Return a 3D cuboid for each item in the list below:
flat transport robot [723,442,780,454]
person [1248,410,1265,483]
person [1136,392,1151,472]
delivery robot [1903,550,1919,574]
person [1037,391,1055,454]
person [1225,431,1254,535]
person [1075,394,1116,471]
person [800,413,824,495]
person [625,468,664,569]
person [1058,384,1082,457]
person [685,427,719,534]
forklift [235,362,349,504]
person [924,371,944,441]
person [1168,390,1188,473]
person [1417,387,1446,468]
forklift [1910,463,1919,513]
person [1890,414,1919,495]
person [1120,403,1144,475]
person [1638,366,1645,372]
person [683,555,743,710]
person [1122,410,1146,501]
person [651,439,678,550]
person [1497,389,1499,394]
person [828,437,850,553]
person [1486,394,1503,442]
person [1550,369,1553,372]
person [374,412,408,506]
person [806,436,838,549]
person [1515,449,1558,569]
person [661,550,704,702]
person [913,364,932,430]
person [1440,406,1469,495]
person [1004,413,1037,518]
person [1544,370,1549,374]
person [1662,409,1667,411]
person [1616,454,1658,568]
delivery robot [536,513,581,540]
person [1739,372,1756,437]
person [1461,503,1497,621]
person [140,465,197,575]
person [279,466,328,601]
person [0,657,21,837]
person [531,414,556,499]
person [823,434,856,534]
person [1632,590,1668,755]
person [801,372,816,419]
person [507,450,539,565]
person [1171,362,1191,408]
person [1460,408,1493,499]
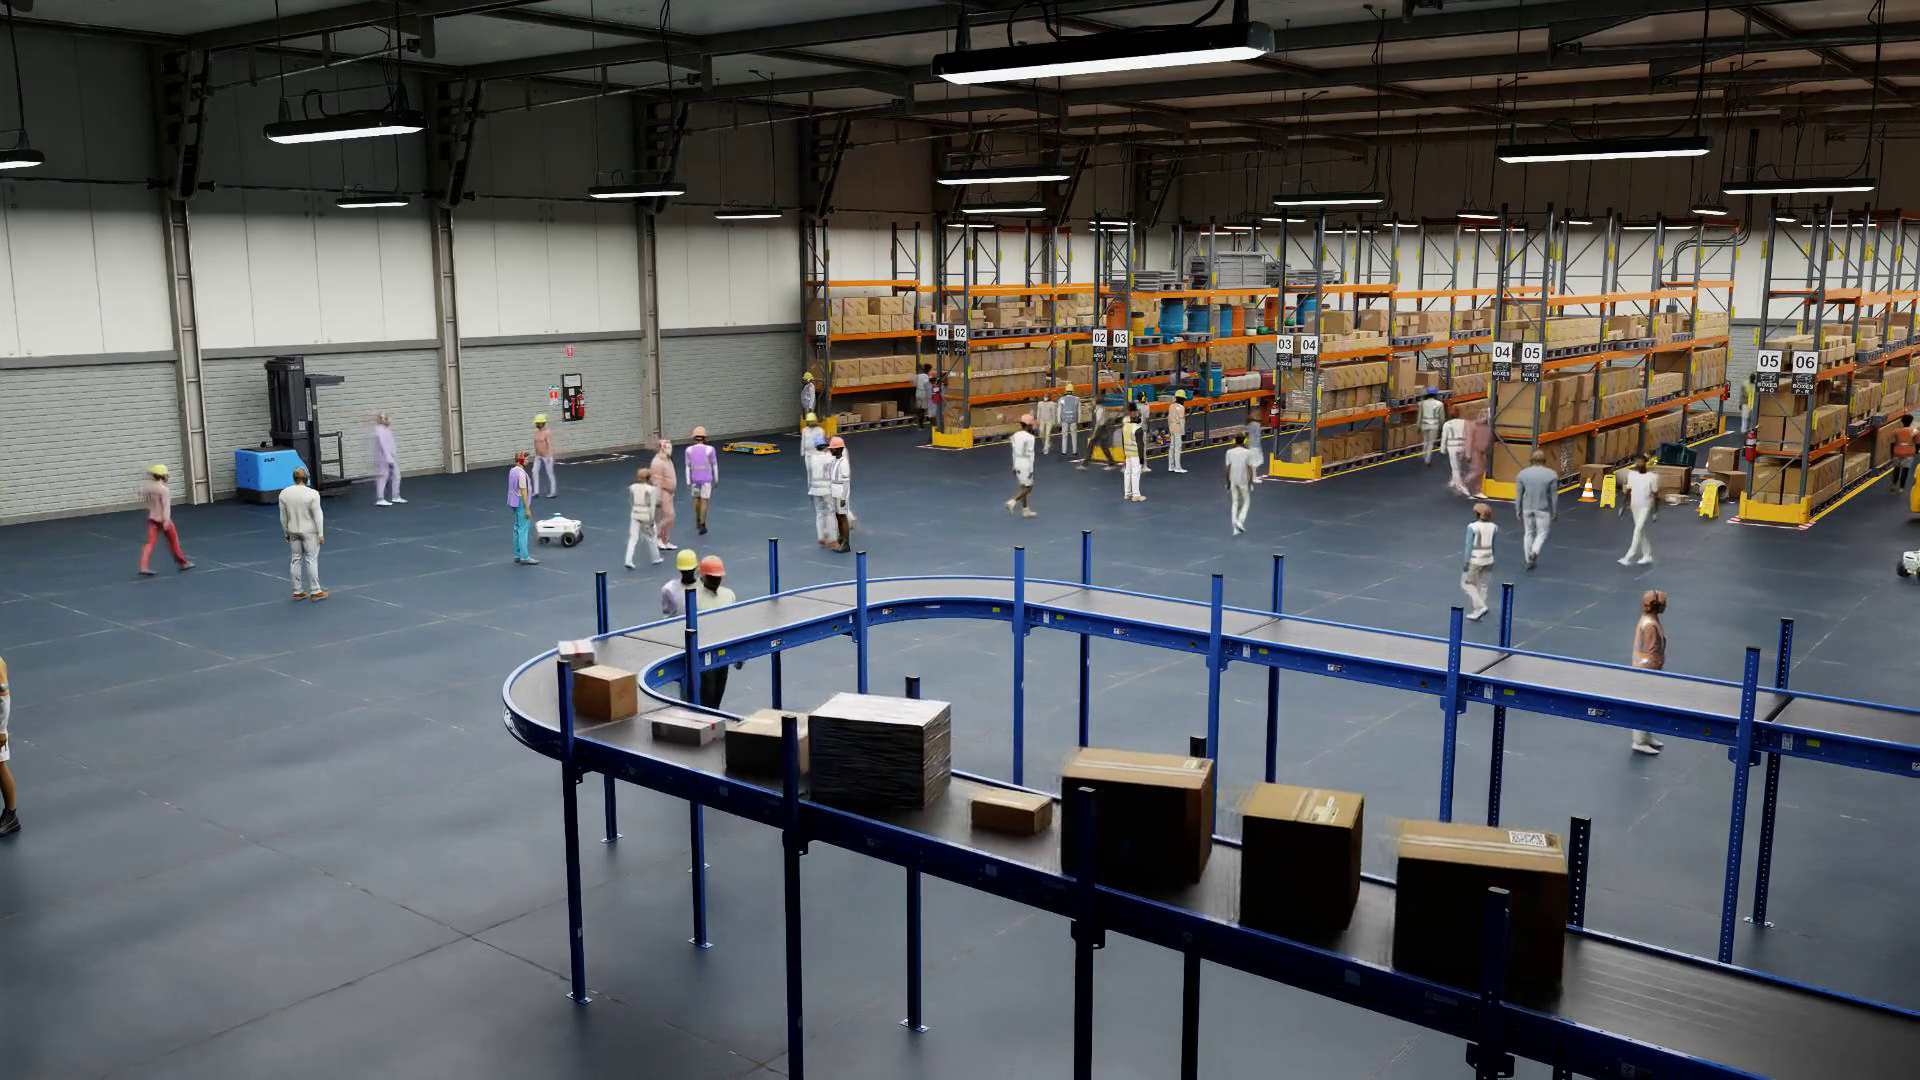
[{"bbox_3d":[-5.364,-2.375,40.186,1.431,0.197,0.652,8,13,37],"label":"flat transport robot"},{"bbox_3d":[6.521,-2.055,34.438,0.361,1.621,0.518,-1,10,-7],"label":"person"},{"bbox_3d":[4.203,-2.519,36.406,0.521,1.864,0.335,7,12,36],"label":"person"},{"bbox_3d":[14.940,0.295,24.098,0.707,0.478,0.477,-2,10,-9],"label":"delivery robot"},{"bbox_3d":[2.196,-2.999,39.803,0.502,1.619,0.379,4,11,23],"label":"person"},{"bbox_3d":[5.012,-1.020,27.981,0.561,1.855,0.400,5,11,27],"label":"person"},{"bbox_3d":[3.221,-2.495,36.459,0.971,1.798,0.535,-2,10,-11],"label":"person"},{"bbox_3d":[-3.102,-1.811,32.794,0.488,1.728,0.351,4,11,21],"label":"person"},{"bbox_3d":[-5.078,-0.352,24.968,0.504,1.591,0.884,4,11,20],"label":"person"},{"bbox_3d":[2.740,-2.997,39.174,0.601,1.830,0.404,0,10,1],"label":"person"},{"bbox_3d":[-4.650,-1.104,28.328,0.554,1.895,0.911,1,10,6],"label":"person"},{"bbox_3d":[-13.803,-2.244,32.110,1.129,2.768,1.873,8,13,37],"label":"forklift"},{"bbox_3d":[-0.737,-3.648,42.579,0.573,1.918,0.412,7,12,34],"label":"person"},{"bbox_3d":[5.044,-2.520,36.249,0.392,1.918,0.589,-5,11,-24],"label":"person"},{"bbox_3d":[11.255,-2.683,37.197,0.635,1.911,0.892,10,14,44],"label":"person"},{"bbox_3d":[19.034,-1.348,28.998,2.313,2.155,1.214,8,13,37],"label":"forklift"},{"bbox_3d":[19.899,-1.808,32.922,0.544,1.672,0.687,9,13,40],"label":"person"},{"bbox_3d":[3.975,-2.318,35.848,0.530,1.669,0.813,-4,11,-22],"label":"person"},{"bbox_3d":[18.949,-3.877,43.708,0.662,1.973,0.571,6,12,32],"label":"person"},{"bbox_3d":[-2.473,1.118,15.632,0.543,1.997,0.617,10,14,44],"label":"person"},{"bbox_3d":[3.581,-1.735,32.048,0.429,1.842,0.635,-5,11,-27],"label":"person"},{"bbox_3d":[-4.956,-0.758,26.403,0.426,1.889,0.676,1,10,7],"label":"person"},{"bbox_3d":[13.891,-3.226,40.047,0.652,1.971,0.599,5,11,25],"label":"person"},{"bbox_3d":[-2.047,-0.769,26.339,0.362,1.935,0.553,-4,11,-19],"label":"person"},{"bbox_3d":[12.134,-2.367,35.452,0.593,1.900,0.695,7,12,35],"label":"person"},{"bbox_3d":[18.475,-4.944,49.669,0.784,2.000,0.696,-5,11,-24],"label":"person"},{"bbox_3d":[-11.376,-1.619,31.265,0.736,1.878,0.664,-3,10,-15],"label":"person"},{"bbox_3d":[-2.309,-0.813,26.693,0.707,1.908,0.382,6,12,31],"label":"person"},{"bbox_3d":[9.075,-0.470,24.705,0.643,1.919,0.566,7,12,33],"label":"person"},{"bbox_3d":[-2.816,1.015,16.412,0.591,1.906,0.652,-1,10,-6],"label":"person"},{"bbox_3d":[-1.041,-4.174,45.515,0.637,1.930,0.582,7,12,36],"label":"person"},{"bbox_3d":[10.380,-1.902,32.968,0.596,1.843,0.939,-2,10,-13],"label":"person"},{"bbox_3d":[1.153,-1.393,29.650,0.753,2.015,0.605,-7,12,-36],"label":"person"},{"bbox_3d":[16.417,-3.973,44.074,0.605,2.045,0.378,7,12,35],"label":"person"},{"bbox_3d":[20.776,-4.171,46.060,0.811,1.740,0.527,8,13,36],"label":"person"},{"bbox_3d":[10.860,-0.482,25.071,1.006,1.812,0.525,-6,12,-31],"label":"person"},{"bbox_3d":[-6.925,-0.217,26.982,0.707,0.478,0.477,0,10,2],"label":"delivery robot"},{"bbox_3d":[21.957,-3.741,43.435,0.648,1.797,0.935,7,12,35],"label":"person"},{"bbox_3d":[7.023,0.307,21.140,0.536,1.625,0.388,-5,11,-25],"label":"person"},{"bbox_3d":[-12.487,-0.321,24.446,0.532,1.713,0.927,5,11,28],"label":"person"},{"bbox_3d":[-9.455,-0.093,22.531,0.634,1.937,0.355,2,10,10],"label":"person"},{"bbox_3d":[-8.301,1.557,13.249,0.551,1.935,0.372,5,11,25],"label":"person"},{"bbox_3d":[-8.638,-1.708,32.175,0.566,1.739,0.740,6,12,32],"label":"person"},{"bbox_3d":[-2.208,-0.995,27.976,0.586,1.812,0.634,8,13,37],"label":"person"},{"bbox_3d":[6.858,1.302,15.544,0.345,1.638,0.520,5,11,24],"label":"person"},{"bbox_3d":[-4.190,-3.716,43.220,0.403,1.834,0.588,-3,11,-18],"label":"person"},{"bbox_3d":[-7.095,-0.531,25.273,0.390,1.840,0.562,-7,12,-33],"label":"person"},{"bbox_3d":[6.501,-4.301,46.286,0.627,1.920,0.836,6,12,29],"label":"person"},{"bbox_3d":[10.653,-1.782,32.202,0.715,1.881,0.483,-8,13,-38],"label":"person"}]
